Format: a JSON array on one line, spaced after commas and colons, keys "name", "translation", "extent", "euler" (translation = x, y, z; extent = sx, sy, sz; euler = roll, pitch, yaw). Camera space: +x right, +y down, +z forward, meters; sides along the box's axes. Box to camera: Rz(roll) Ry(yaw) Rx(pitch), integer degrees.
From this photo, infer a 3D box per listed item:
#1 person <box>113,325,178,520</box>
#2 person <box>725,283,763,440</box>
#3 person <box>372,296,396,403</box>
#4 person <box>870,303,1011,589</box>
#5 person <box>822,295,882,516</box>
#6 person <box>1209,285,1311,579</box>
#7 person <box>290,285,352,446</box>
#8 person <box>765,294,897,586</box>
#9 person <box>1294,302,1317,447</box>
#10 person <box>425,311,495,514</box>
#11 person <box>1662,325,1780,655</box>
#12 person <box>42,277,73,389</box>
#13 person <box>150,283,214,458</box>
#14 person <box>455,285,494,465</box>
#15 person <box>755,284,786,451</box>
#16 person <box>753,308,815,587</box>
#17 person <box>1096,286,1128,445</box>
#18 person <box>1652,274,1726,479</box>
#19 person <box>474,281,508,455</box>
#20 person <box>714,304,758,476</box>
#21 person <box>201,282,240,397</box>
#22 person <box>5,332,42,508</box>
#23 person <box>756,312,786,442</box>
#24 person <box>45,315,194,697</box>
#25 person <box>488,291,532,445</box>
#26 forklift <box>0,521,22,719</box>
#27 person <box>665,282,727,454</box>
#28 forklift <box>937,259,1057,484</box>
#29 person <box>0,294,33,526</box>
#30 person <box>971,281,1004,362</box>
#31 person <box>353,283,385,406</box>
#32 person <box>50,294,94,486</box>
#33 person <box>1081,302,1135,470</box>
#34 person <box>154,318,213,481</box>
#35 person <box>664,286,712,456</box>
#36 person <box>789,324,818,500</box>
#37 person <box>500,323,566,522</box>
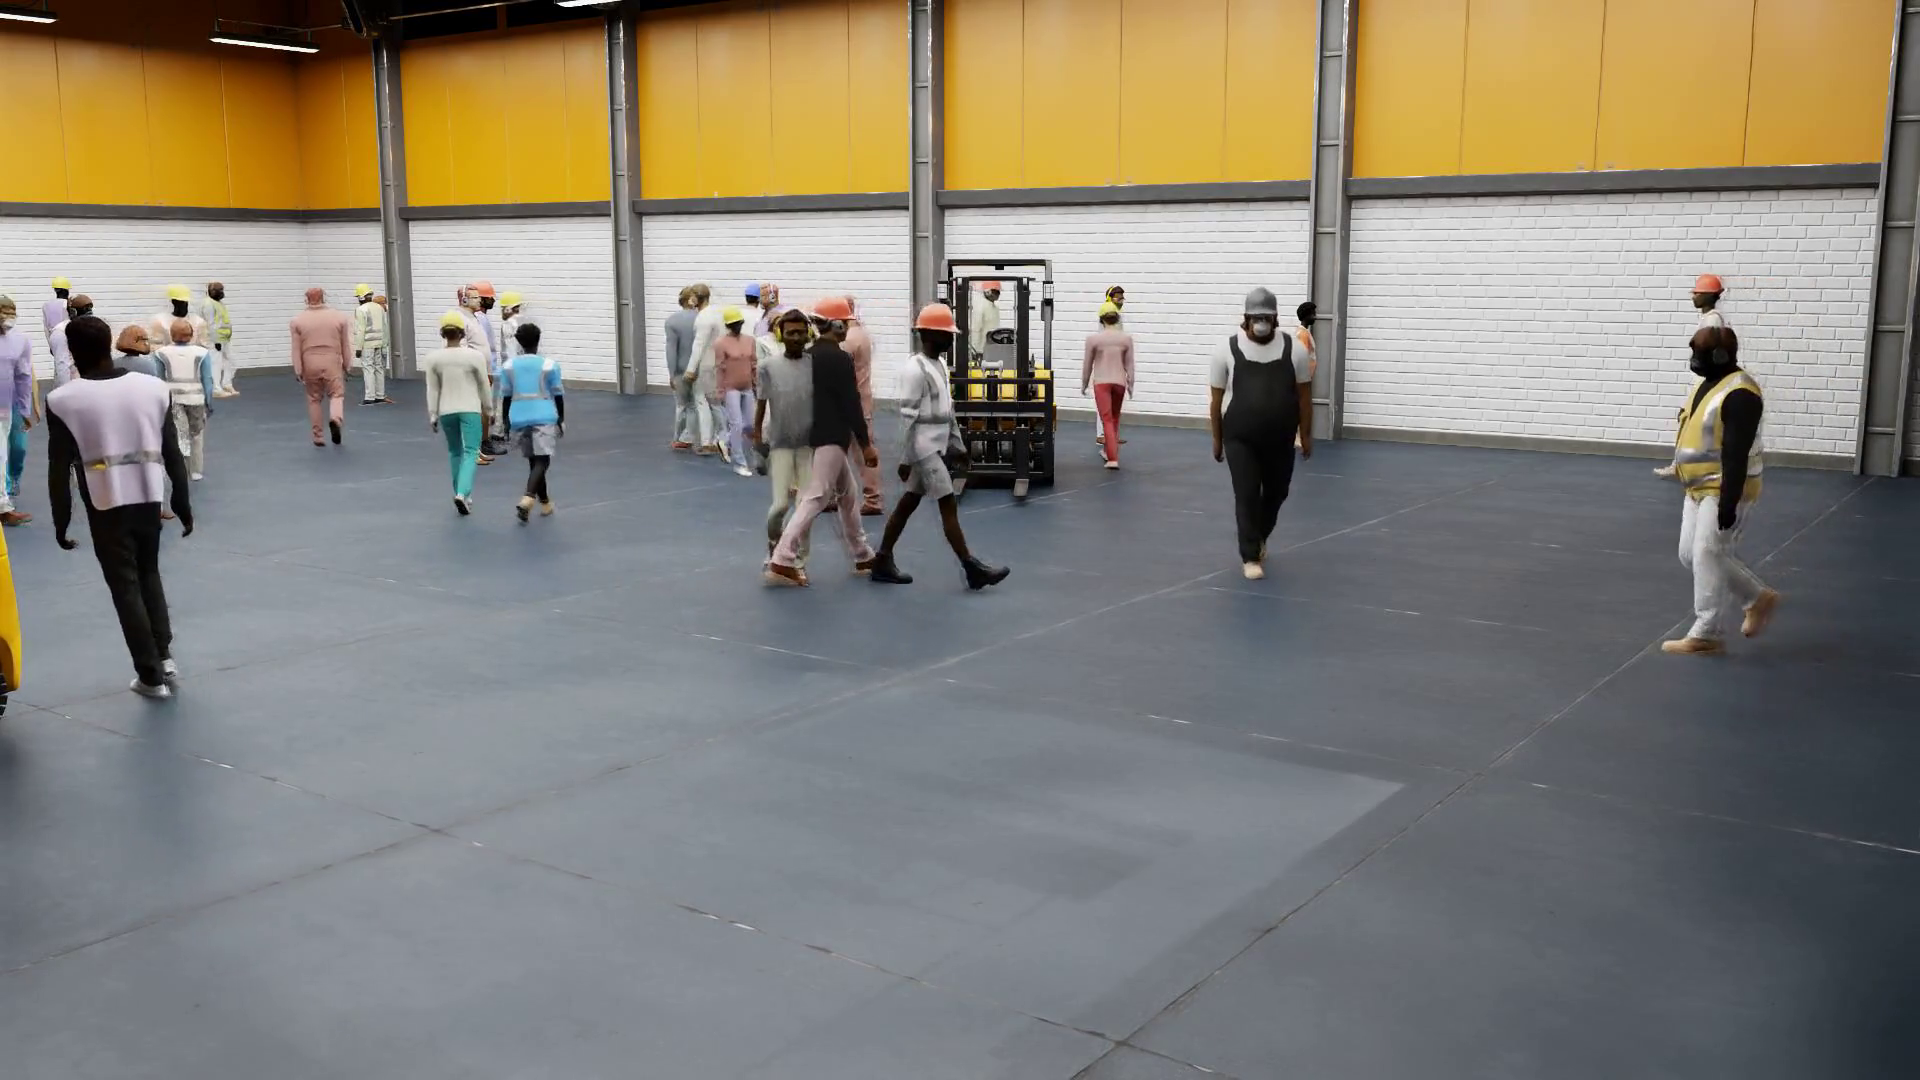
[{"name": "person", "translation": [-6.829, -0.970, 13.847], "extent": [0.498, 1.634, 0.283], "euler": [4, 10, 21]}, {"name": "person", "translation": [-2.574, -2.104, 19.806], "extent": [0.637, 1.906, 0.812], "euler": [3, 10, 17]}, {"name": "person", "translation": [-8.830, -2.911, 25.413], "extent": [0.279, 1.633, 0.501], "euler": [-5, 11, -26]}, {"name": "person", "translation": [-0.169, -0.609, 10.987], "extent": [1.009, 1.884, 0.540], "euler": [3, 10, 15]}, {"name": "person", "translation": [-1.025, -1.127, 14.079], "extent": [0.804, 1.867, 0.635], "euler": [0, 10, 1]}, {"name": "person", "translation": [2.076, -0.795, 11.599], "extent": [0.687, 2.000, 0.893], "euler": [0, 10, -2]}, {"name": "person", "translation": [-7.381, -2.003, 19.240], "extent": [0.656, 1.888, 0.672], "euler": [-4, 10, -20]}, {"name": "person", "translation": [-0.900, -0.672, 11.177], "extent": [1.035, 1.949, 0.613], "euler": [-5, 11, -27]}, {"name": "person", "translation": [3.984, -1.926, 19.382], "extent": [0.323, 1.689, 0.530], "euler": [2, 10, 10]}, {"name": "person", "translation": [-4.319, -1.104, 14.326], "extent": [0.537, 1.738, 0.790], "euler": [1, 10, 4]}, {"name": "person", "translation": [4.223, -0.268, 9.119], "extent": [0.586, 1.820, 0.655], "euler": [1, 10, 4]}, {"name": "person", "translation": [-13.112, -2.884, 24.375], "extent": [0.588, 1.927, 0.370], "euler": [2, 10, 12]}, {"name": "person", "translation": [-8.503, -1.848, 18.244], "extent": [0.545, 1.907, 0.627], "euler": [8, 12, 39]}, {"name": "person", "translation": [-5.189, -1.753, 17.701], "extent": [0.407, 1.910, 0.639], "euler": [-1, 10, -4]}, {"name": "person", "translation": [-2.159, -1.972, 19.022], "extent": [0.402, 1.902, 0.652], "euler": [-5, 11, -29]}, {"name": "person", "translation": [-1.130, -0.625, 11.156], "extent": [0.536, 1.850, 0.547], "euler": [-3, 10, -19]}, {"name": "person", "translation": [1.799, -2.044, 19.559], "extent": [0.312, 1.865, 0.536], "euler": [6, 11, 30]}, {"name": "person", "translation": [7.249, -1.589, 16.383], "extent": [0.863, 2.015, 0.634], "euler": [4, 11, 25]}, {"name": "person", "translation": [-5.301, -1.917, 18.588], "extent": [0.360, 1.938, 0.546], "euler": [-5, 11, -25]}, {"name": "person", "translation": [-2.311, -1.520, 16.850], "extent": [0.554, 1.739, 0.533], "euler": [9, 13, 42]}, {"name": "person", "translation": [-11.671, -3.157, 26.301], "extent": [0.550, 1.827, 0.665], "euler": [-1, 10, -5]}, {"name": "person", "translation": [-8.474, -1.198, 14.698], "extent": [0.593, 1.810, 0.824], "euler": [-8, 12, -39]}, {"name": "person", "translation": [-1.964, -1.632, 17.836], "extent": [0.510, 1.624, 0.385], "euler": [-8, 13, -41]}, {"name": "person", "translation": [-4.183, -0.163, 8.255], "extent": [0.584, 1.894, 0.621], "euler": [8, 13, 41]}, {"name": "person", "translation": [-5.252, -2.009, 19.547], "extent": [0.877, 1.796, 0.585], "euler": [3, 10, 19]}, {"name": "forklift", "translation": [-5.296, -0.090, 6.943], "extent": [1.214, 2.155, 2.313], "euler": [7, 12, 35]}, {"name": "person", "translation": [-2.962, -1.893, 18.504], "extent": [0.797, 1.915, 0.634], "euler": [-2, 10, -10]}, {"name": "forklift", "translation": [0.370, -1.738, 16.759], "extent": [1.214, 2.155, 2.313], "euler": [1, 10, 3]}, {"name": "person", "translation": [-7.873, -1.055, 13.623], "extent": [0.845, 1.881, 0.635], "euler": [3, 10, 19]}, {"name": "person", "translation": [0.478, -2.488, 21.948], "extent": [0.913, 1.950, 0.648], "euler": [4, 10, 23]}, {"name": "person", "translation": [-8.836, -2.912, 24.844], "extent": [0.403, 1.826, 0.586], "euler": [2, 10, 14]}, {"name": "person", "translation": [-8.400, -1.437, 16.016], "extent": [0.429, 1.844, 0.626], "euler": [2, 10, 12]}, {"name": "person", "translation": [1.530, -1.626, 17.463], "extent": [0.530, 1.723, 0.871], "euler": [-3, 10, -15]}, {"name": "person", "translation": [-7.502, -1.334, 16.080], "extent": [0.523, 1.611, 0.761], "euler": [-4, 10, -22]}, {"name": "person", "translation": [-2.993, -1.886, 18.592], "extent": [0.645, 1.887, 1.044], "euler": [-5, 11, -26]}, {"name": "person", "translation": [-1.381, -1.137, 14.938], "extent": [0.580, 1.604, 0.510], "euler": [6, 11, 30]}, {"name": "person", "translation": [-3.569, -0.971, 13.821], "extent": [0.541, 1.658, 0.797], "euler": [1, 10, 8]}]
